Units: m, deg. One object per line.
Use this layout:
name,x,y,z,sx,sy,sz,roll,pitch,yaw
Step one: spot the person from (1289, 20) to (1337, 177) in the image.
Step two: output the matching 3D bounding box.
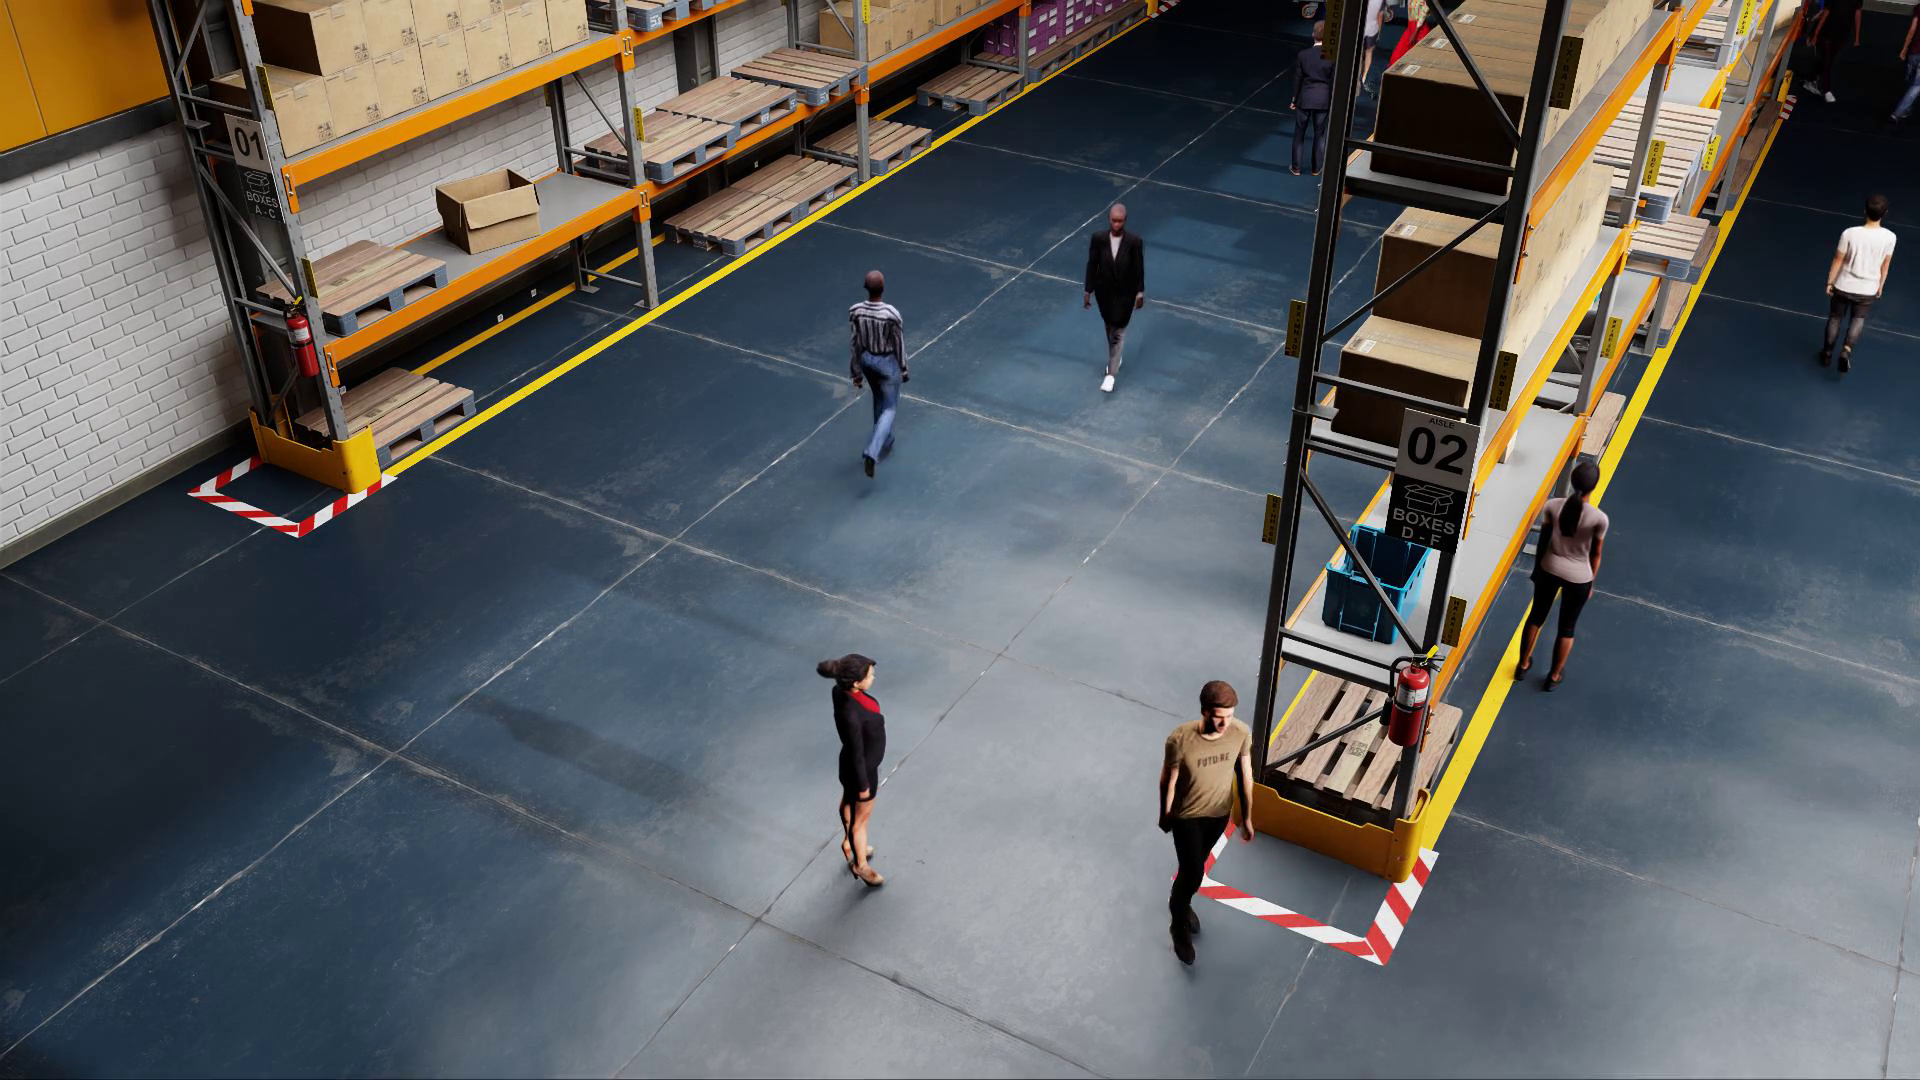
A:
person,4.151,-5.186,19.525,0.751,1.816,0.718,5,34,8

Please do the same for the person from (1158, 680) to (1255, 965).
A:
person,1.338,1.484,9.475,0.872,1.833,0.926,-12,35,-17

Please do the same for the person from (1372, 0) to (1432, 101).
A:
person,6.016,-6.519,21.586,1.092,1.753,1.013,-11,35,-15

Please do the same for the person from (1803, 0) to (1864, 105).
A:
person,11.418,-6.652,21.807,1.083,1.730,1.199,-4,34,-6

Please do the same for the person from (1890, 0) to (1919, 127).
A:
person,12.104,-6.116,20.919,1.213,1.822,0.921,-25,41,-32

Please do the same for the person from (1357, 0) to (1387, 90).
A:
person,5.416,-6.770,22.156,0.793,1.540,1.013,2,34,4

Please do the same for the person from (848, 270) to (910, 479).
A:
person,-0.684,-1.348,13.799,0.729,1.762,1.118,12,35,18

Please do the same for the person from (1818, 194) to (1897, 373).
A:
person,8.264,-2.330,15.326,0.699,1.707,0.879,13,36,18

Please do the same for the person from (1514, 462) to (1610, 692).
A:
person,4.138,0.254,11.405,0.617,1.744,0.570,24,40,31

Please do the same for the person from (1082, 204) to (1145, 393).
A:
person,1.451,-2.294,15.251,0.802,1.730,1.073,11,35,16

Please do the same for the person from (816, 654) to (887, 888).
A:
person,-0.605,1.352,9.845,0.759,1.643,0.698,-8,34,-11
